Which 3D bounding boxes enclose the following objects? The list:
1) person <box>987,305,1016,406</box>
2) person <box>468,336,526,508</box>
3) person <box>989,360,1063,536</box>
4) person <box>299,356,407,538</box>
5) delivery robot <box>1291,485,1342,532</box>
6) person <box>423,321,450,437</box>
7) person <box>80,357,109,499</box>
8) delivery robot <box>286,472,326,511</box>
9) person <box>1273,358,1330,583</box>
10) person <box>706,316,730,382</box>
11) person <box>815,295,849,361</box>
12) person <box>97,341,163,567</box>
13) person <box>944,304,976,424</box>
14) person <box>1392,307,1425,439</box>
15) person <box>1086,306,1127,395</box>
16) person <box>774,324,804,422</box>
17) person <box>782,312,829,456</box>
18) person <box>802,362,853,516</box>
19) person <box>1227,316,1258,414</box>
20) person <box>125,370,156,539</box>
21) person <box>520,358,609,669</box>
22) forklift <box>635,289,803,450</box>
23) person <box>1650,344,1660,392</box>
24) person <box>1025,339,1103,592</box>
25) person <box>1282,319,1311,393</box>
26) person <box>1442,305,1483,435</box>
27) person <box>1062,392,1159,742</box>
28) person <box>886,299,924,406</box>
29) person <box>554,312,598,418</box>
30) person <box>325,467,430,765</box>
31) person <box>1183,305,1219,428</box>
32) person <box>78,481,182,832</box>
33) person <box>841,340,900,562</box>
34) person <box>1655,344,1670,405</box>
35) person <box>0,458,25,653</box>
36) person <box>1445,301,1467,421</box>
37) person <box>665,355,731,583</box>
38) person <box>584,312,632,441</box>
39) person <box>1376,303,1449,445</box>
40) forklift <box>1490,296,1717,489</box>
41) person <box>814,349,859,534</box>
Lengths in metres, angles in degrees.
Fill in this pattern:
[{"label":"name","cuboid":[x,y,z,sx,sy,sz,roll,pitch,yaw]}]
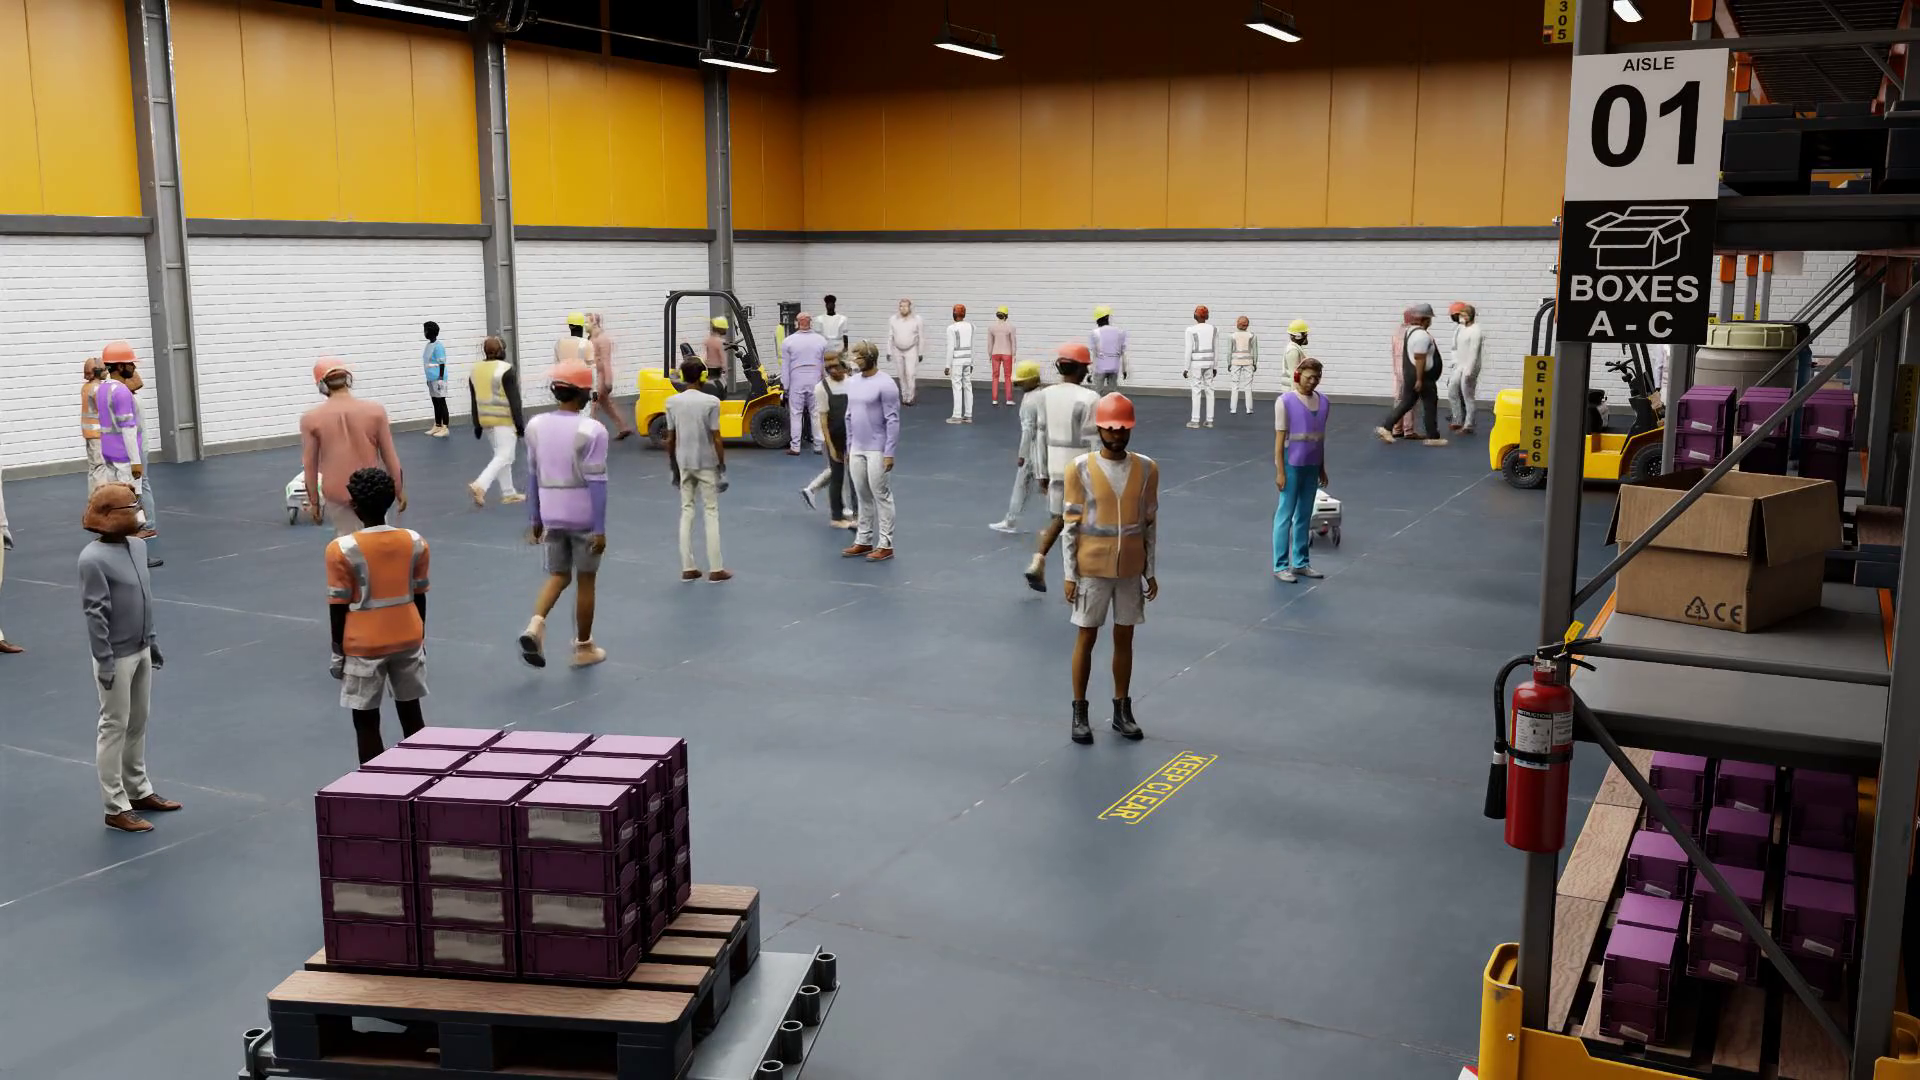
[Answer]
[{"label":"person","cuboid":[0.743,-3.253,29.355,0.526,1.768,0.330,3,10,18]},{"label":"person","cuboid":[-4.932,-1.245,17.589,0.624,1.815,0.788,7,12,35]},{"label":"person","cuboid":[0.643,-0.860,15.716,0.809,1.681,0.552,0,10,0]},{"label":"person","cuboid":[-4.356,-0.344,11.975,0.696,1.948,0.532,-4,11,-21]},{"label":"delivery robot","cuboid":[3.282,-0.305,15.521,0.477,0.478,0.707,-2,10,-12]},{"label":"person","cuboid":[-7.678,-2.355,24.356,0.322,1.697,0.532,-7,12,-36]},{"label":"person","cuboid":[-8.755,-1.036,16.914,0.313,1.633,0.519,-9,13,-41]},{"label":"delivery robot","cuboid":[-6.546,-0.516,16.741,0.477,0.478,0.707,-2,10,-12]},{"label":"person","cuboid":[2.796,-0.581,13.681,0.565,1.837,0.396,-7,12,-34]},{"label":"person","cuboid":[-3.745,-2.524,25.219,0.728,1.739,0.535,-6,12,-33]},{"label":"person","cuboid":[-2.277,-3.376,29.541,0.605,1.955,0.386,0,10,0]},{"label":"person","cuboid":[-7.129,-0.724,14.217,0.543,1.939,0.360,9,14,43]},{"label":"person","cuboid":[-0.004,-2.778,26.273,0.573,1.883,0.355,-9,13,-42]},{"label":"person","cuboid":[6.515,-2.412,24.076,0.409,1.910,0.651,-3,10,-17]},{"label":"person","cuboid":[2.160,-2.540,24.854,0.813,1.899,0.469,-4,11,-21]},{"label":"person","cuboid":[-2.673,-2.784,26.444,0.430,1.837,0.620,-8,13,-40]},{"label":"person","cuboid":[-2.063,-2.076,22.162,0.639,1.900,0.401,-3,10,-18]},{"label":"person","cuboid":[-1.310,-1.026,16.893,0.525,1.613,0.557,-1,10,-4]},{"label":"person","cuboid":[4.712,-2.915,27.766,0.513,1.641,0.307,2,10,10]},{"label":"person","cuboid":[-7.787,-0.820,15.660,0.281,1.632,0.504,-7,12,-37]},{"label":"person","cuboid":[-2.524,-0.139,10.586,0.634,2.024,0.646,4,10,20]},{"label":"forklift","cuboid":[-3.358,-2.392,23.136,2.313,2.155,1.214,-1,10,-5]},{"label":"person","cuboid":[10.436,-2.434,24.511,0.653,1.801,0.652,9,13,43]},{"label":"person","cuboid":[0.866,-0.534,12.846,0.663,2.029,0.630,-10,14,-44]},{"label":"person","cuboid":[4.358,-1.932,21.508,0.404,1.837,0.590,2,10,10]},{"label":"person","cuboid":[7.367,-2.486,24.438,0.571,1.927,0.662,-1,10,-4]},{"label":"person","cuboid":[0.836,0.154,9.135,0.548,1.936,0.378,-2,10,-12]},{"label":"person","cuboid":[-0.992,-3.299,29.318,0.642,1.872,0.864,2,10,14]},{"label":"person","cuboid":[-4.966,-1.993,21.592,0.594,1.925,0.369,3,10,19]},{"label":"person","cuboid":[-2.734,0.498,7.867,0.321,1.689,0.530,7,12,36]},{"label":"person","cuboid":[3.711,-2.662,25.600,0.574,1.883,0.360,-3,10,-18]},{"label":"person","cuboid":[-3.905,0.536,7.798,0.279,1.636,0.501,0,10,0]},{"label":"person","cuboid":[-0.780,-0.779,14.546,0.371,1.935,0.629,-9,13,-42]},{"label":"person","cuboid":[9.591,-2.047,22.181,0.622,1.838,0.430,3,10,17]},{"label":"person","cuboid":[-6.449,-0.013,10.982,0.274,1.632,0.503,1,10,4]},{"label":"person","cuboid":[7.958,-2.847,26.564,0.439,1.919,0.560,2,10,12]},{"label":"person","cuboid":[-2.134,-0.575,13.590,0.514,1.861,0.352,3,10,18]},{"label":"person","cuboid":[-5.111,-2.299,23.572,0.984,1.865,0.663,-5,11,-29]},{"label":"person","cuboid":[6.355,-2.339,23.270,0.956,2.000,0.686,-1,10,-4]},{"label":"forklift","cuboid":[7.296,-1.677,18.993,2.313,2.155,1.214,5,11,27]},{"label":"person","cuboid":[-1.103,-0.935,15.893,0.582,1.783,0.811,-4,10,-20]}]
